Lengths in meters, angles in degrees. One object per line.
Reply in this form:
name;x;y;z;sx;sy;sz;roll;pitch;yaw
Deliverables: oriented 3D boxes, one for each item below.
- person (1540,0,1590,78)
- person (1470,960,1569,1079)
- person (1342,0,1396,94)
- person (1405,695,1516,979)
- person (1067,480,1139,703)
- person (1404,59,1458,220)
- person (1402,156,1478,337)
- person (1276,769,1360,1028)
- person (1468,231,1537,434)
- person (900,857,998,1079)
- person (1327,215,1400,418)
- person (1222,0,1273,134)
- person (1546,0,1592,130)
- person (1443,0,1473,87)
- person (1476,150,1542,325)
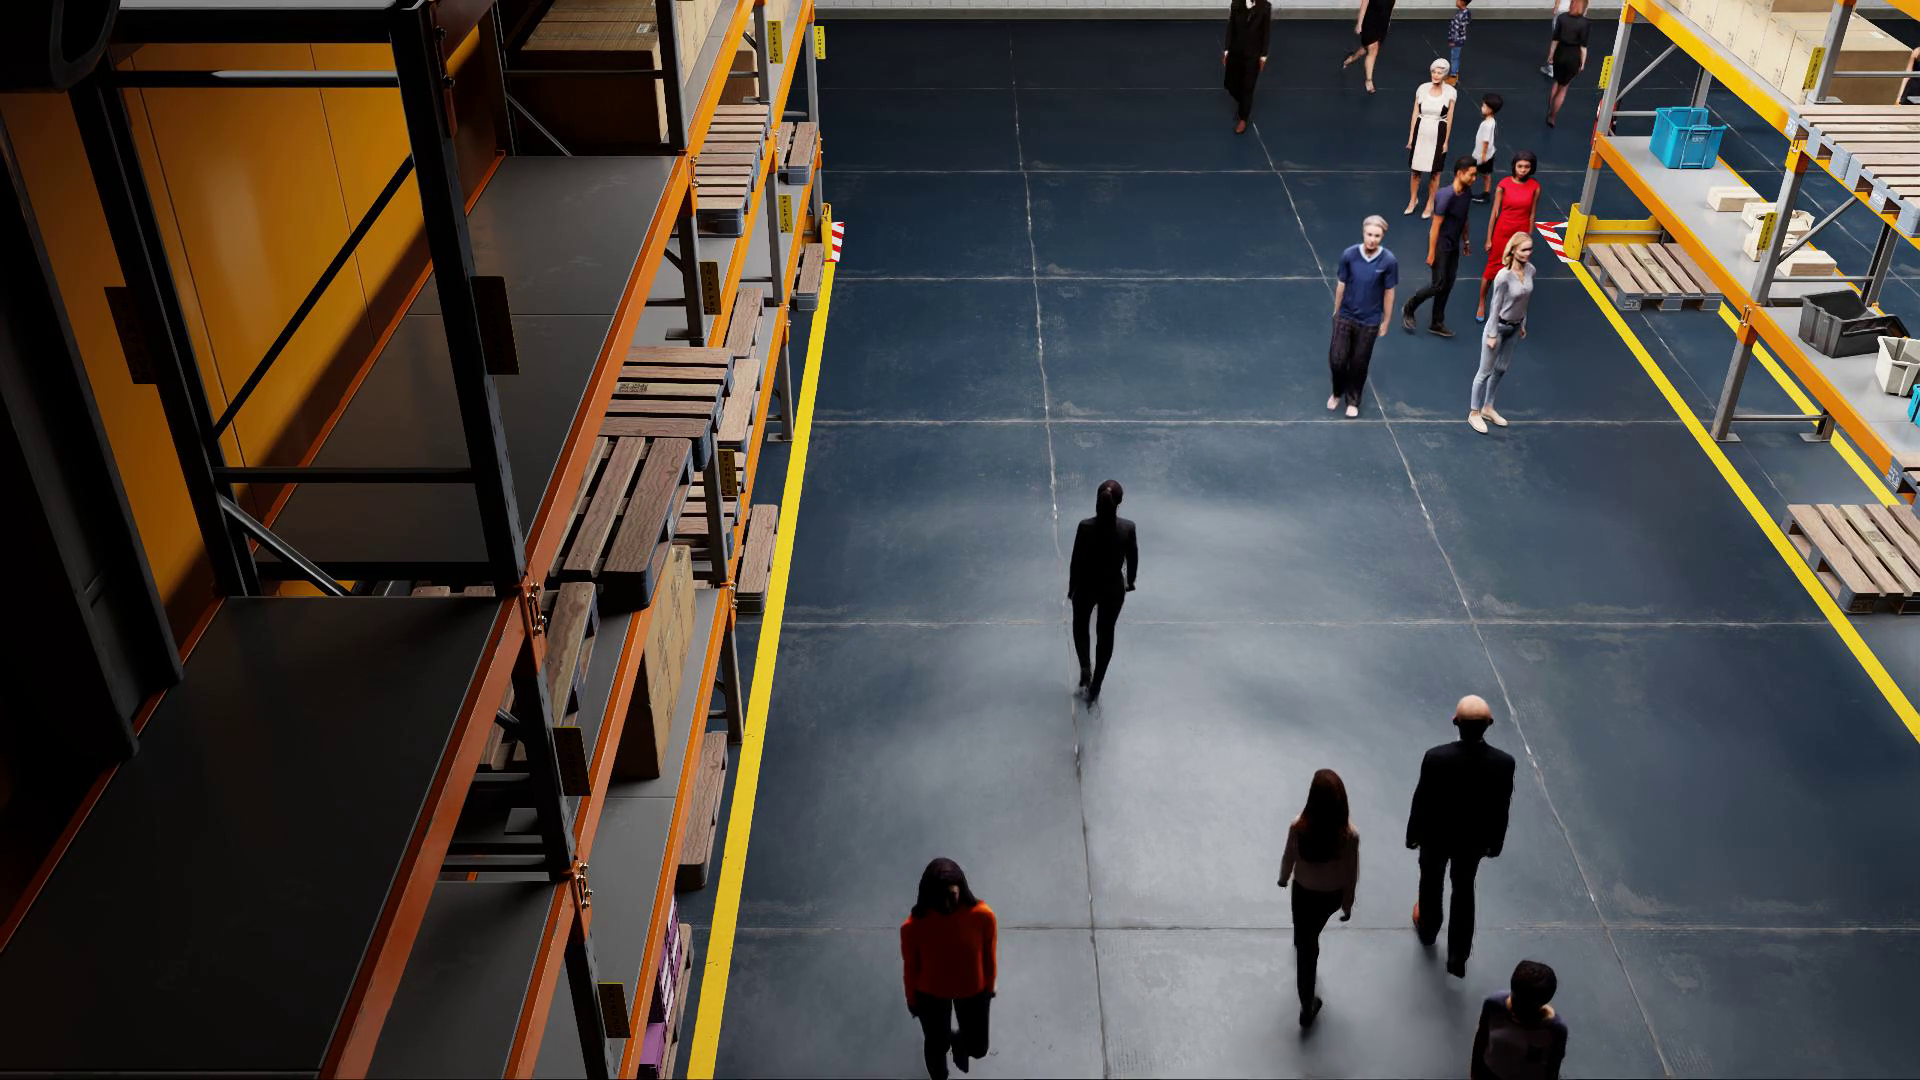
person;8.150;-7.133;22.184;0.691;1.862;0.590;-3;34;-4
person;2.645;2.533;7.924;0.676;1.549;0.709;19;38;26
person;5.347;-6.721;21.730;0.930;1.678;1.105;-15;36;-21
person;2.690;1.650;9.042;0.733;1.782;0.976;4;34;6
person;0.935;0.388;11.014;0.603;1.700;0.538;0;34;0
person;5.140;-4.379;18.141;0.679;1.751;0.691;18;38;25
person;4.548;-2.796;15.740;0.890;1.773;0.950;-25;41;-32
person;1.920;1.968;8.891;0.668;1.420;1.057;8;34;12
person;4.637;-1.790;14.204;0.667;1.796;0.676;-18;38;-25
person;-0.061;2.178;8.286;0.683;1.739;0.737;-5;34;-8
person;3.464;-1.958;14.402;0.760;1.857;0.752;11;35;16
person;3.543;-6.004;20.456;0.900;1.894;0.986;14;36;20
person;7.399;-5.860;20.418;0.763;1.696;0.700;-28;43;-36
person;6.601;-6.677;22.050;0.619;1.250;0.523;15;36;21
person;5.253;-2.887;15.903;0.603;1.743;0.546;5;34;7
